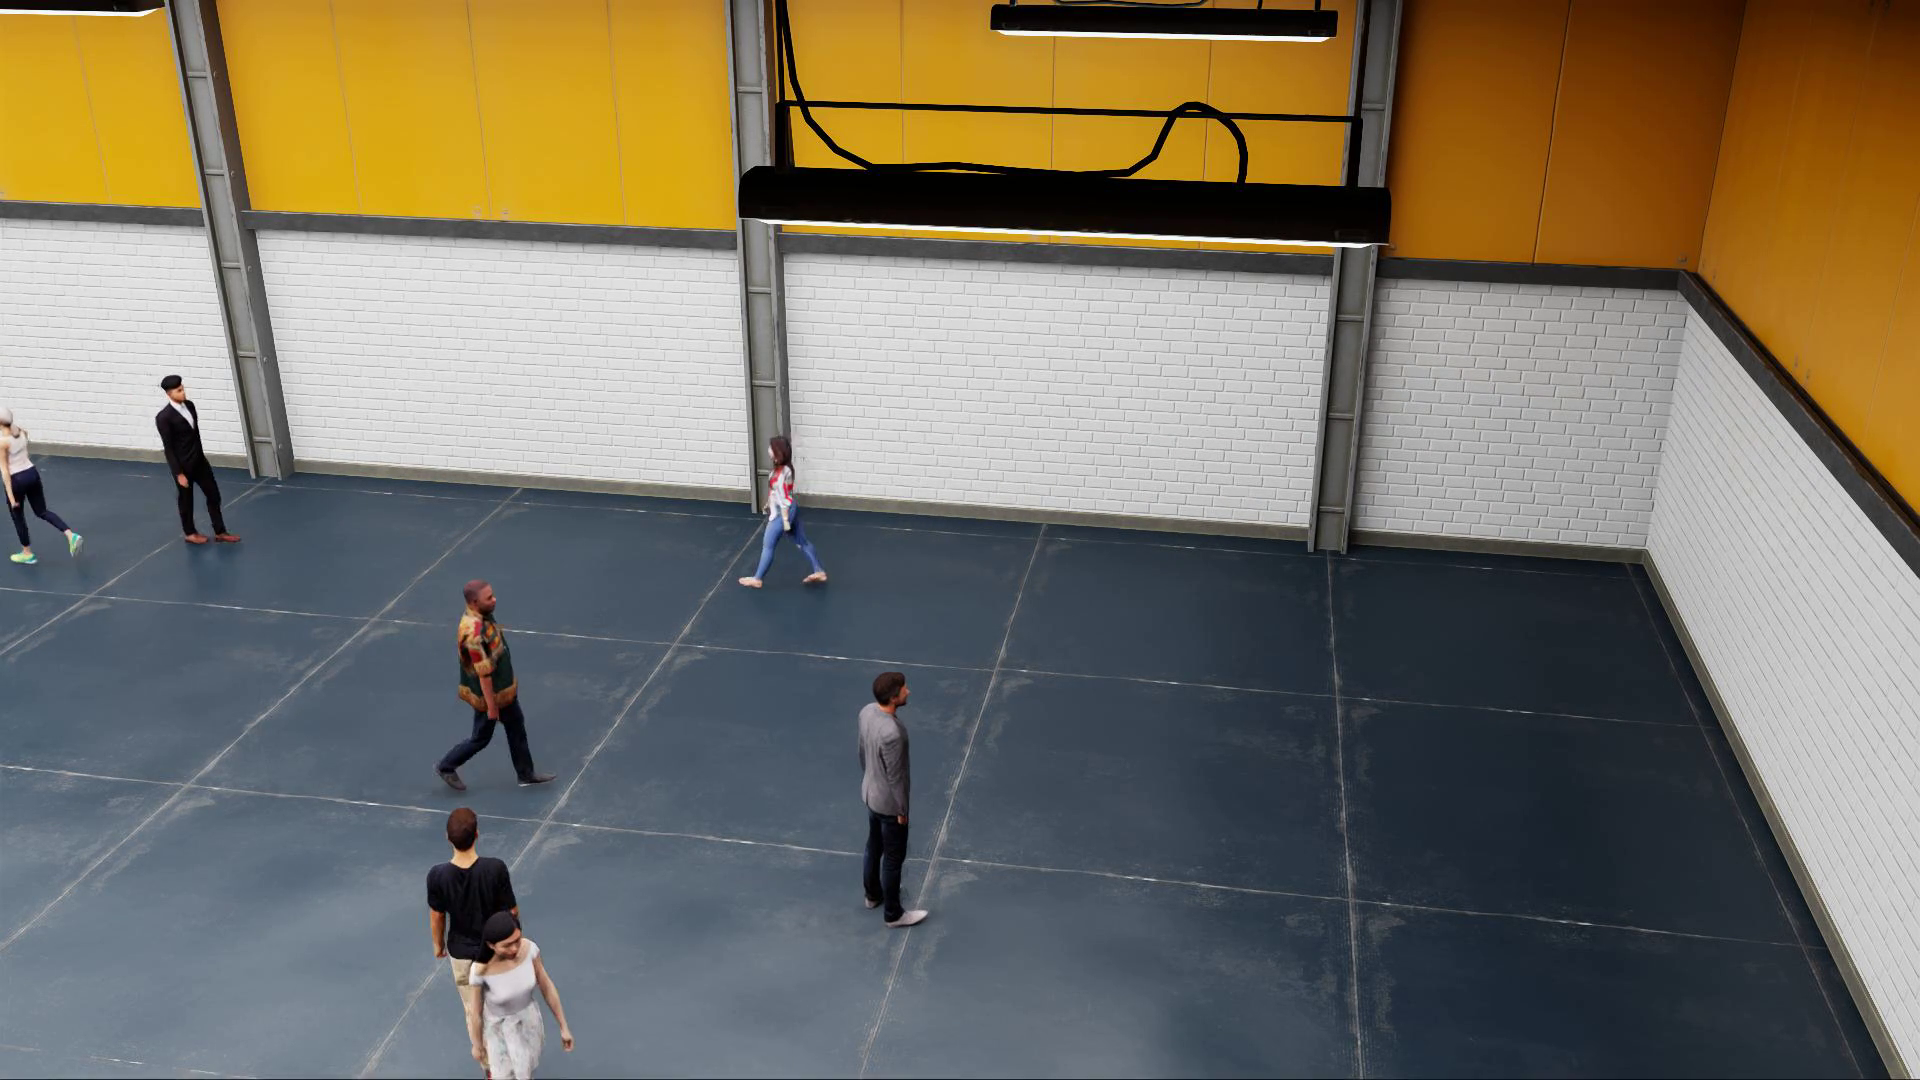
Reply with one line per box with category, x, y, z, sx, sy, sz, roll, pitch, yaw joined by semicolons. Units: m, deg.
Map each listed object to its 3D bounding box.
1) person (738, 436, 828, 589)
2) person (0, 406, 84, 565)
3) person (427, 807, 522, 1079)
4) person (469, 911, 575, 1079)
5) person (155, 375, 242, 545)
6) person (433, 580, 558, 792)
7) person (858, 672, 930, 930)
person;-1.623;-0.248;16.174;1.128;1.569;0.724;0;24;1
person;-9.305;-0.529;16.677;1.052;1.681;0.664;6;24;13
person;-2.796;2.436;9.691;0.804;1.843;0.884;-6;24;-14
person;-2.498;2.729;9.170;1.199;1.725;1.023;20;31;39
person;-8.025;-0.810;17.098;0.902;1.860;0.777;7;25;16
person;-3.683;1.148;12.721;1.230;1.777;0.882;-2;24;-4
person;-0.491;1.735;11.261;0.809;1.871;0.776;-12;27;-26
